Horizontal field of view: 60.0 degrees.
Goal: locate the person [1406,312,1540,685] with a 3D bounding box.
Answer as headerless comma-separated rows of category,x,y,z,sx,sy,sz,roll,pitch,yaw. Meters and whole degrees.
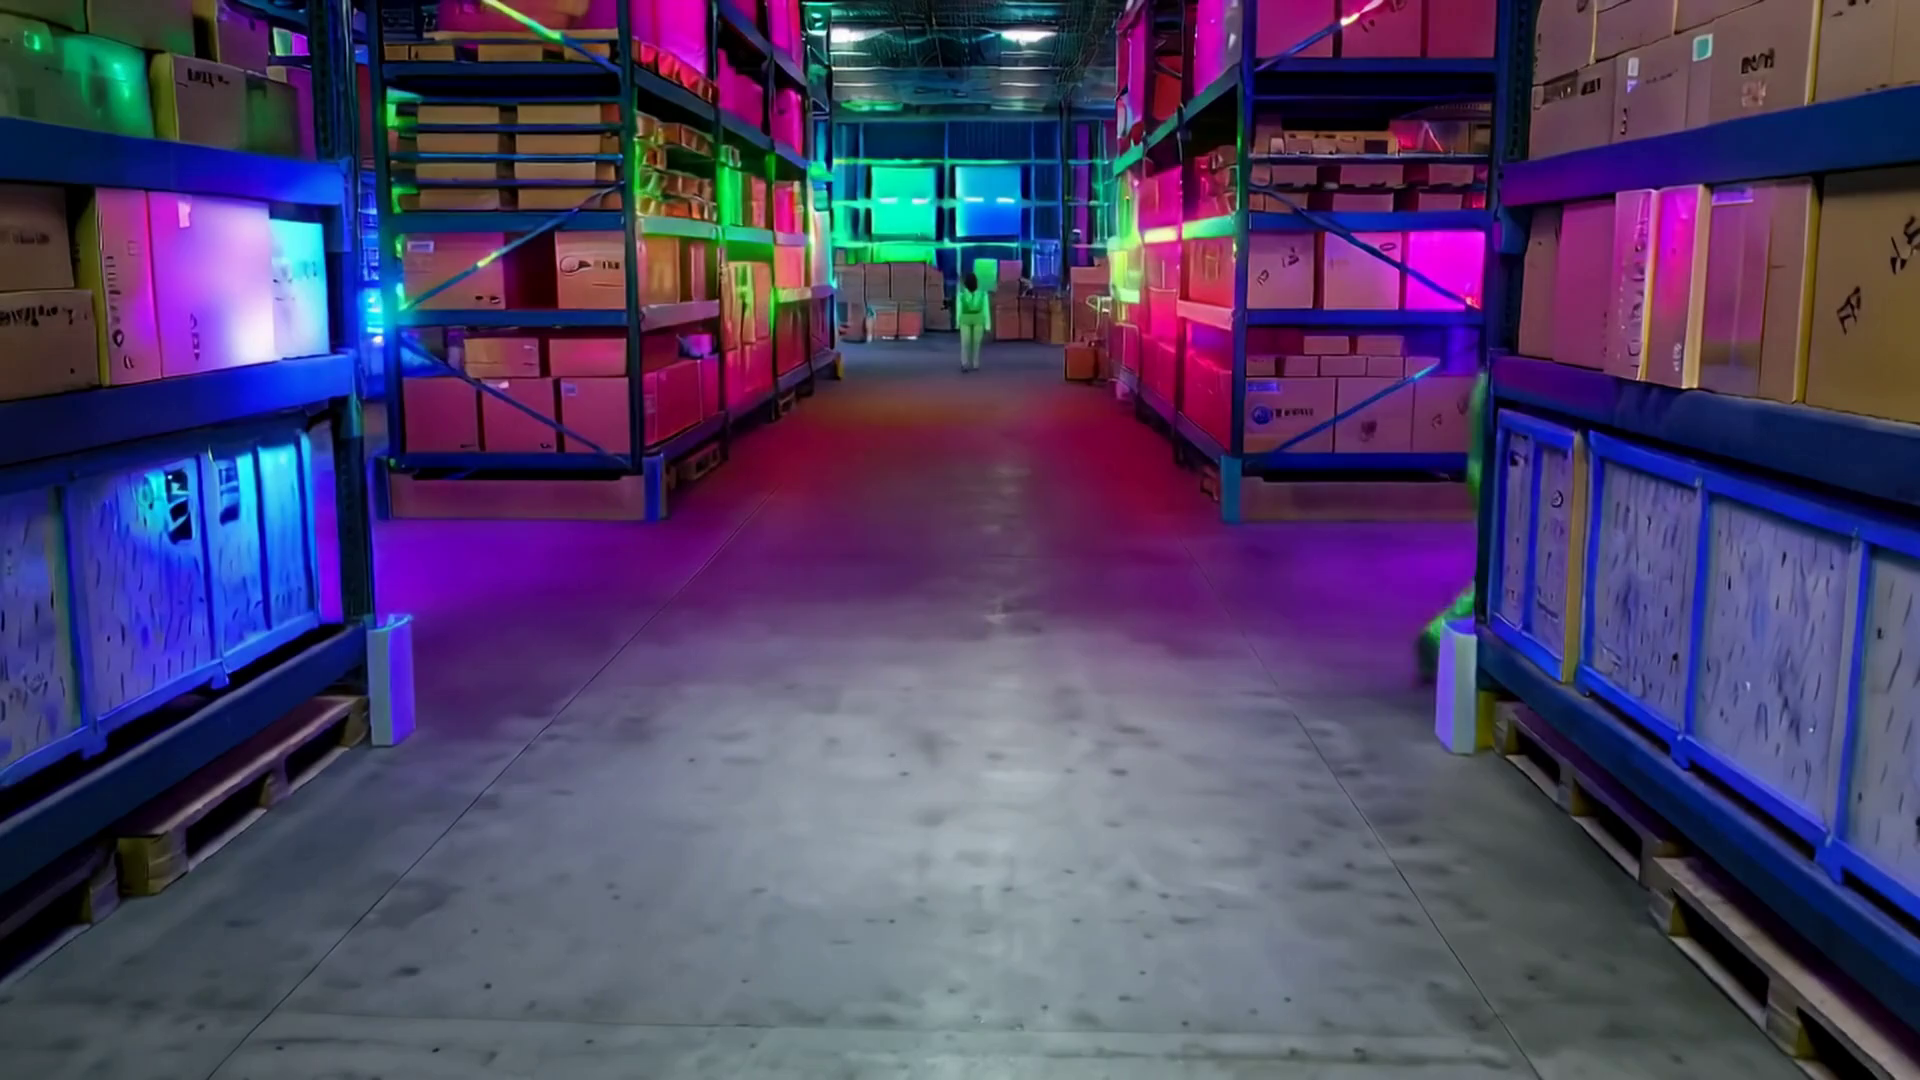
person,2.506,-0.150,7.638,0.729,1.818,0.637,0,9,1

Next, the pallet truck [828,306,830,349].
pallet truck,-3.100,-3.940,29.800,1.885,1.965,0.823,3,10,19

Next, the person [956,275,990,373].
person,0.235,-3.994,30.729,0.629,1.789,0.965,0,9,2

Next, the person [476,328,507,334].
person,-7.882,-3.606,27.988,0.551,1.932,0.378,0,9,3

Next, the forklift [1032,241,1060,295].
forklift,3.181,-9.726,61.818,1.129,2.768,1.873,0,9,1

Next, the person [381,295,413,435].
person,-5.803,-1.682,17.170,0.317,1.700,0.538,-3,10,-16

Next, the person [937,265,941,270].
person,-0.791,-8.310,56.182,0.656,1.920,0.644,-1,10,-6
